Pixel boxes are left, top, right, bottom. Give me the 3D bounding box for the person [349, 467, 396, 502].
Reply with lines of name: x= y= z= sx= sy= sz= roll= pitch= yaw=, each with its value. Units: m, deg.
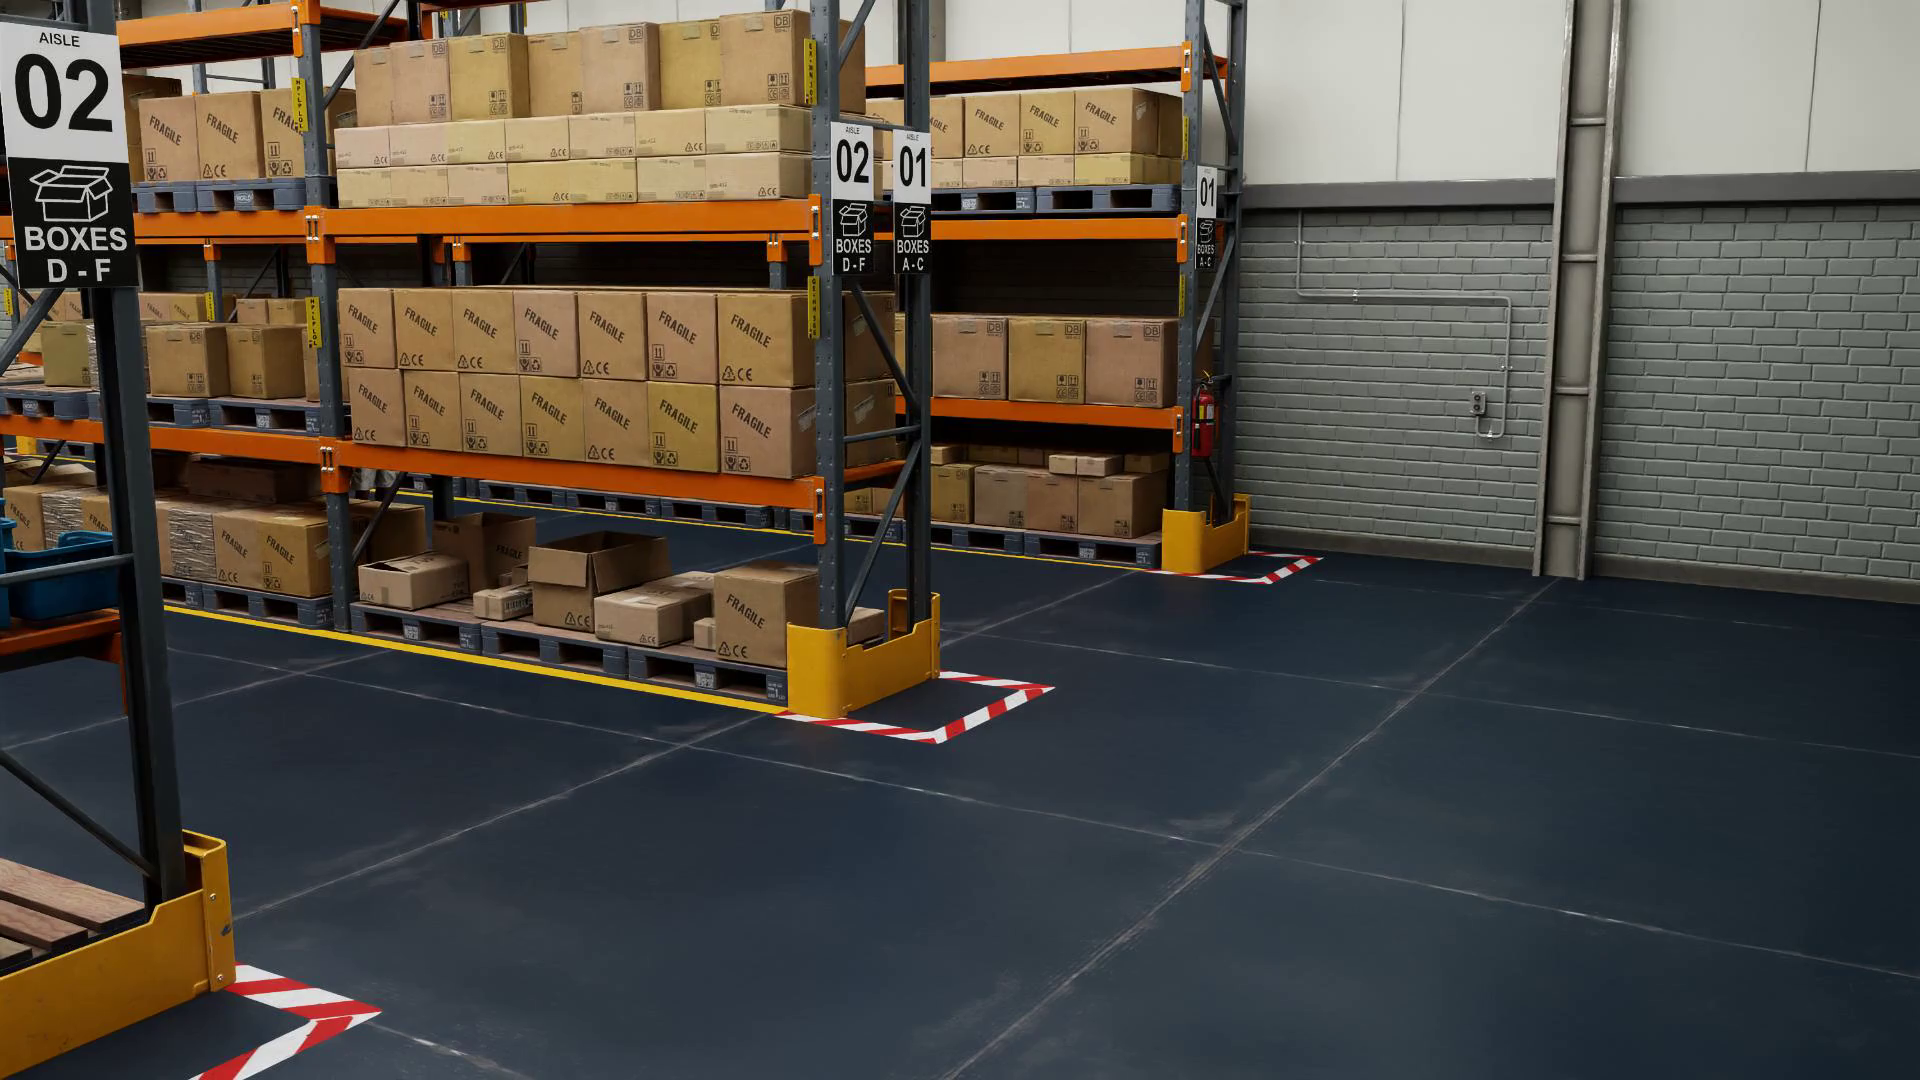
person: x=-4.778 y=-0.742 z=13.579 sx=0.362 sy=1.939 sz=0.542 roll=6 pitch=11 yaw=31
